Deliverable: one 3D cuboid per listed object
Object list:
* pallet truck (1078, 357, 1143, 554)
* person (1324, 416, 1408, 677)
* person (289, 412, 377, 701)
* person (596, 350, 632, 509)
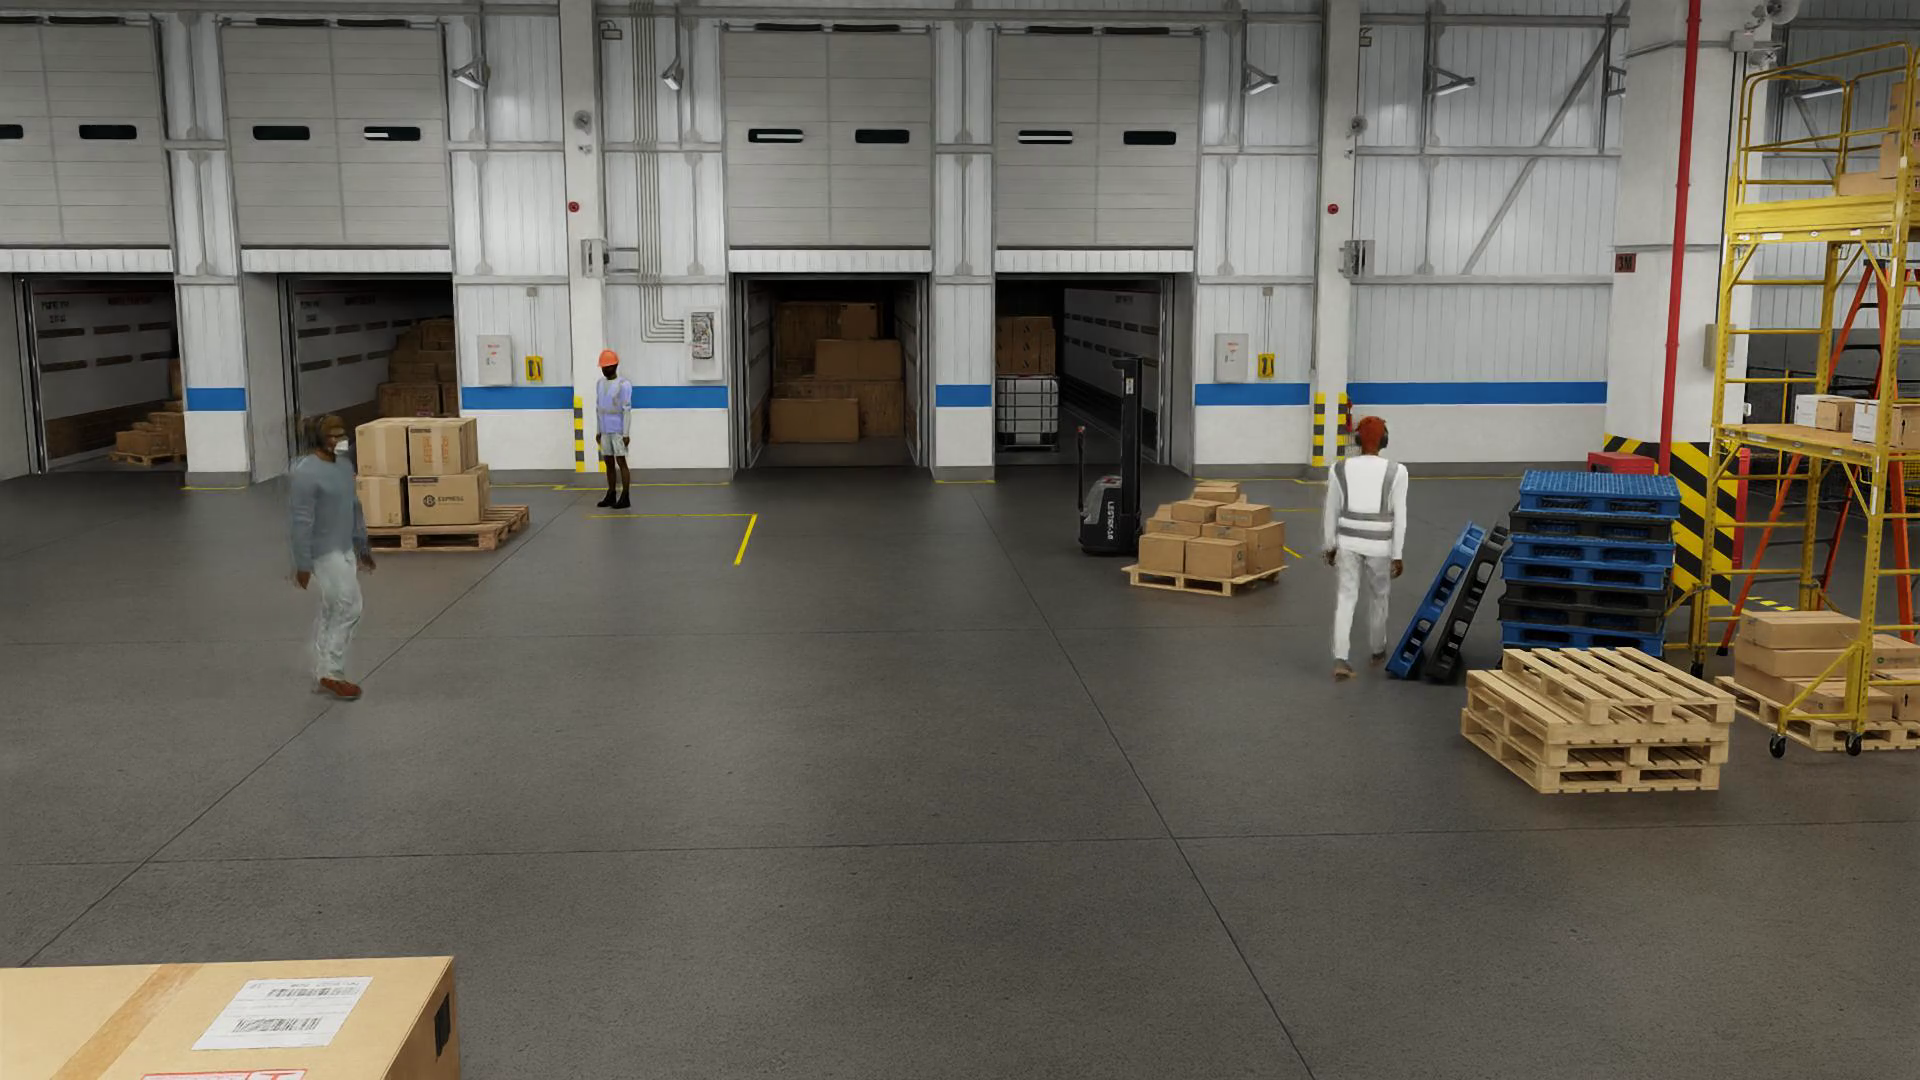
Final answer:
[{"bbox_3d":[2.088,-0.836,16.757,1.885,1.965,0.823,2,9,13],"label":"pallet truck"},{"bbox_3d":[2.849,0.043,11.759,0.591,1.842,0.970,4,10,26],"label":"person"},{"bbox_3d":[-4.113,0.117,11.040,0.545,1.923,0.634,0,9,3],"label":"person"},{"bbox_3d":[-4.213,-1.338,20.140,0.543,1.929,0.387,6,11,34],"label":"person"}]
